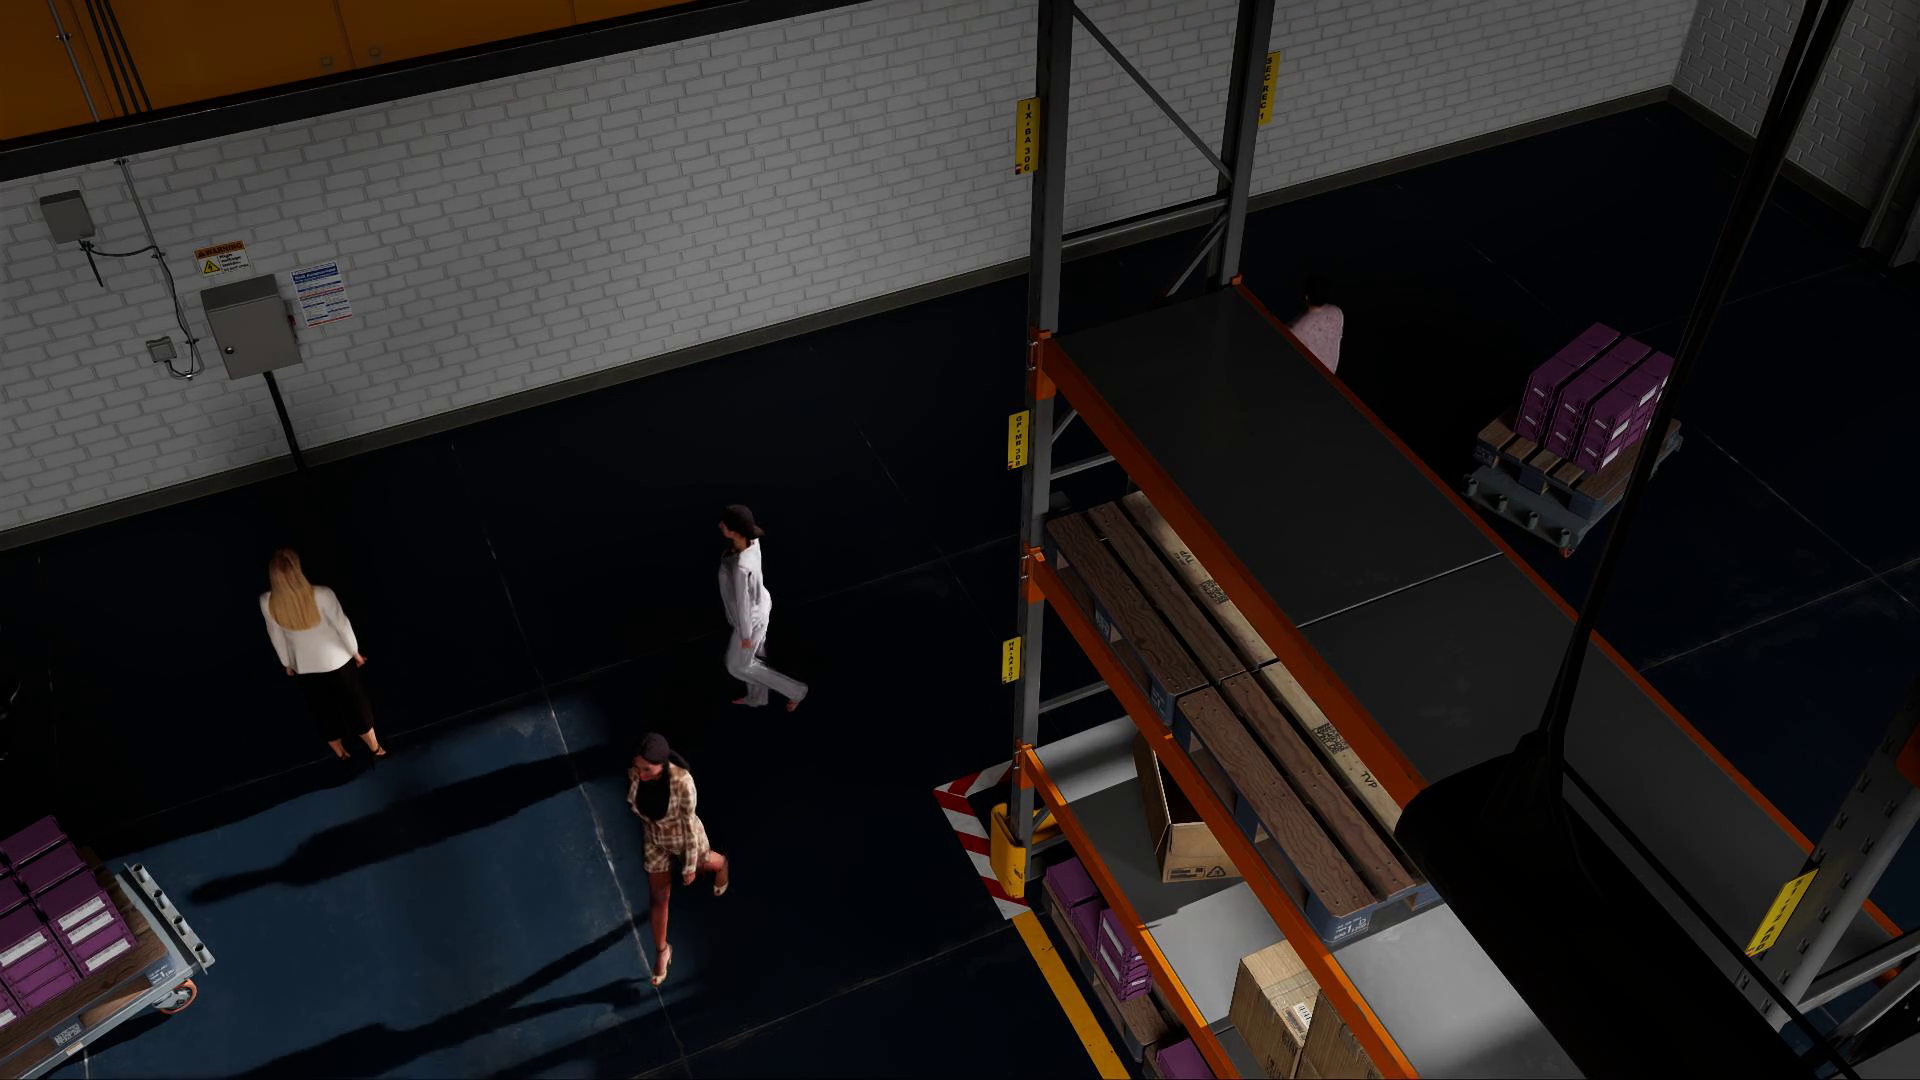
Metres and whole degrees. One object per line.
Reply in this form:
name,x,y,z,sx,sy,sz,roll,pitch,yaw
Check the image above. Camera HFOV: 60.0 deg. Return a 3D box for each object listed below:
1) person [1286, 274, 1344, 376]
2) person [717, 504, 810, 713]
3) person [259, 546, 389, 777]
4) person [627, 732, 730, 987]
person,2.543,-1.222,12.224,0.697,1.743,0.632,-20,47,-20
person,-1.240,0.462,10.441,0.833,1.764,0.816,2,44,2
person,-3.858,0.745,10.075,0.667,1.857,0.609,-8,44,-8
person,-1.526,1.619,9.240,1.068,1.744,1.129,14,45,15
